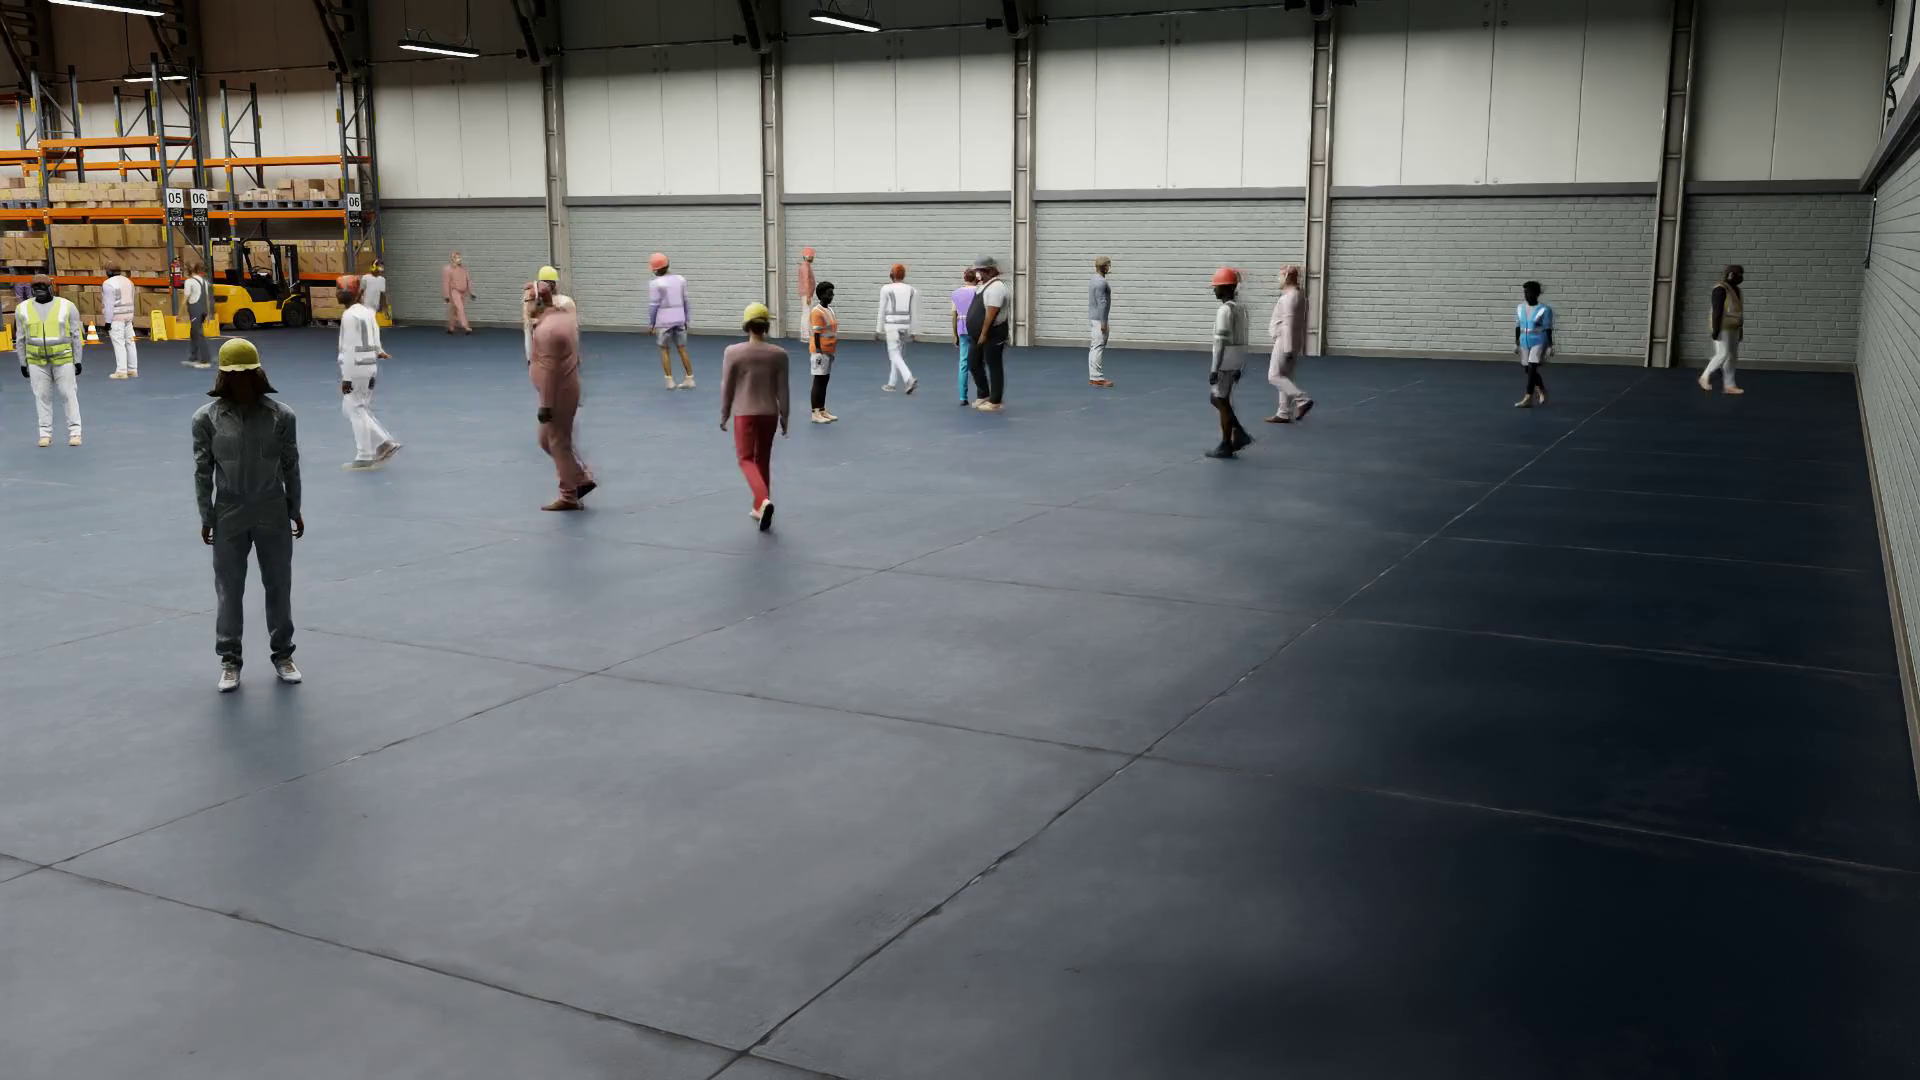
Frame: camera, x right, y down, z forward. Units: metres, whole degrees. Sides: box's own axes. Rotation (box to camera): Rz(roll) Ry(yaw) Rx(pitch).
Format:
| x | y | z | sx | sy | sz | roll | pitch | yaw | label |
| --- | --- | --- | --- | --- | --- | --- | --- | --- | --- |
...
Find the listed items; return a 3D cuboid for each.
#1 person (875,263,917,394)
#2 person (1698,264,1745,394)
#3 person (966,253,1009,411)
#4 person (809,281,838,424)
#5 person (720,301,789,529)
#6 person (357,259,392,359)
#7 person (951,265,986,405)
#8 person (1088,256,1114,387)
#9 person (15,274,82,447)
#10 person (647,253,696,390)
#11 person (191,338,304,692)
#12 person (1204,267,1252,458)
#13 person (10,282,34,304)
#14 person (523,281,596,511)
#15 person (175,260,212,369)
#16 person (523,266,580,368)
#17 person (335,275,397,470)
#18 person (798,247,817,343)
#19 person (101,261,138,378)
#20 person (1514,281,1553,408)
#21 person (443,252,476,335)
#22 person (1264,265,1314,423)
| x | y | z | sx | sy | sz | roll | pitch | yaw | label |
| --- | --- | --- | --- | --- | --- | --- | --- | --- | --- |
| -0.852 | -2.994 | 23.583 | 0.578 | 1.858 | 0.886 | -8 | 13 | -36 | person |
| 10.876 | -2.979 | 23.553 | 0.678 | 1.830 | 0.499 | -8 | 13 | -36 | person |
| 0.328 | -2.652 | 21.206 | 0.569 | 2.000 | 0.686 | -3 | 11 | -18 | person |
| -1.632 | -2.250 | 19.940 | 0.319 | 1.698 | 0.539 | 3 | 11 | 14 | person |
| -1.558 | -0.967 | 12.848 | 0.524 | 1.738 | 0.773 | -6 | 12 | -28 | person |
| -10.614 | -4.167 | 30.109 | 0.902 | 1.801 | 0.525 | 5 | 11 | 25 | person |
| 0.161 | -2.681 | 21.893 | 0.567 | 1.847 | 0.389 | 4 | 11 | 19 | person |
| 2.089 | -3.244 | 24.714 | 0.361 | 1.937 | 0.635 | -1 | 10 | -5 | person |
| -9.691 | -1.905 | 17.714 | 0.629 | 1.838 | 0.429 | -3 | 11 | -16 | person |
| -4.199 | -3.149 | 24.068 | 0.451 | 1.988 | 0.650 | 10 | 14 | 43 | person |
| -3.505 | -0.124 | 8.234 | 0.492 | 1.742 | 0.323 | -6 | 12 | -29 | person |
| 2.657 | -1.767 | 16.720 | 0.391 | 1.923 | 0.541 | 4 | 11 | 22 | person |
| -25.284 | -6.917 | 44.829 | 0.638 | 1.909 | 0.406 | -10 | 14 | -42 | person |
| -3.288 | -1.158 | 13.512 | 0.415 | 1.883 | 0.650 | -1 | 10 | -8 | person |
| -12.983 | -3.787 | 28.004 | 0.741 | 1.822 | 0.525 | 1 | 10 | 6 | person |
| -4.617 | -2.134 | 18.761 | 0.595 | 1.907 | 0.791 | 1 | 10 | 3 | person |
| -5.746 | -1.584 | 15.860 | 0.438 | 1.871 | 0.578 | -2 | 11 | -9 | person |
| -3.188 | -5.141 | 34.910 | 0.402 | 1.990 | 0.622 | -2 | 11 | -9 | person |
| -13.240 | -3.459 | 26.157 | 0.429 | 1.840 | 0.627 | 2 | 11 | 10 | person |
| 7.577 | -2.573 | 21.823 | 0.794 | 1.657 | 0.564 | -7 | 13 | -34 | person |
| -11.330 | -5.569 | 37.624 | 0.996 | 1.853 | 0.654 | 5 | 12 | 26 | person |
| 3.926 | -2.311 | 19.755 | 0.518 | 1.892 | 0.649 | 5 | 11 | 24 | person |
